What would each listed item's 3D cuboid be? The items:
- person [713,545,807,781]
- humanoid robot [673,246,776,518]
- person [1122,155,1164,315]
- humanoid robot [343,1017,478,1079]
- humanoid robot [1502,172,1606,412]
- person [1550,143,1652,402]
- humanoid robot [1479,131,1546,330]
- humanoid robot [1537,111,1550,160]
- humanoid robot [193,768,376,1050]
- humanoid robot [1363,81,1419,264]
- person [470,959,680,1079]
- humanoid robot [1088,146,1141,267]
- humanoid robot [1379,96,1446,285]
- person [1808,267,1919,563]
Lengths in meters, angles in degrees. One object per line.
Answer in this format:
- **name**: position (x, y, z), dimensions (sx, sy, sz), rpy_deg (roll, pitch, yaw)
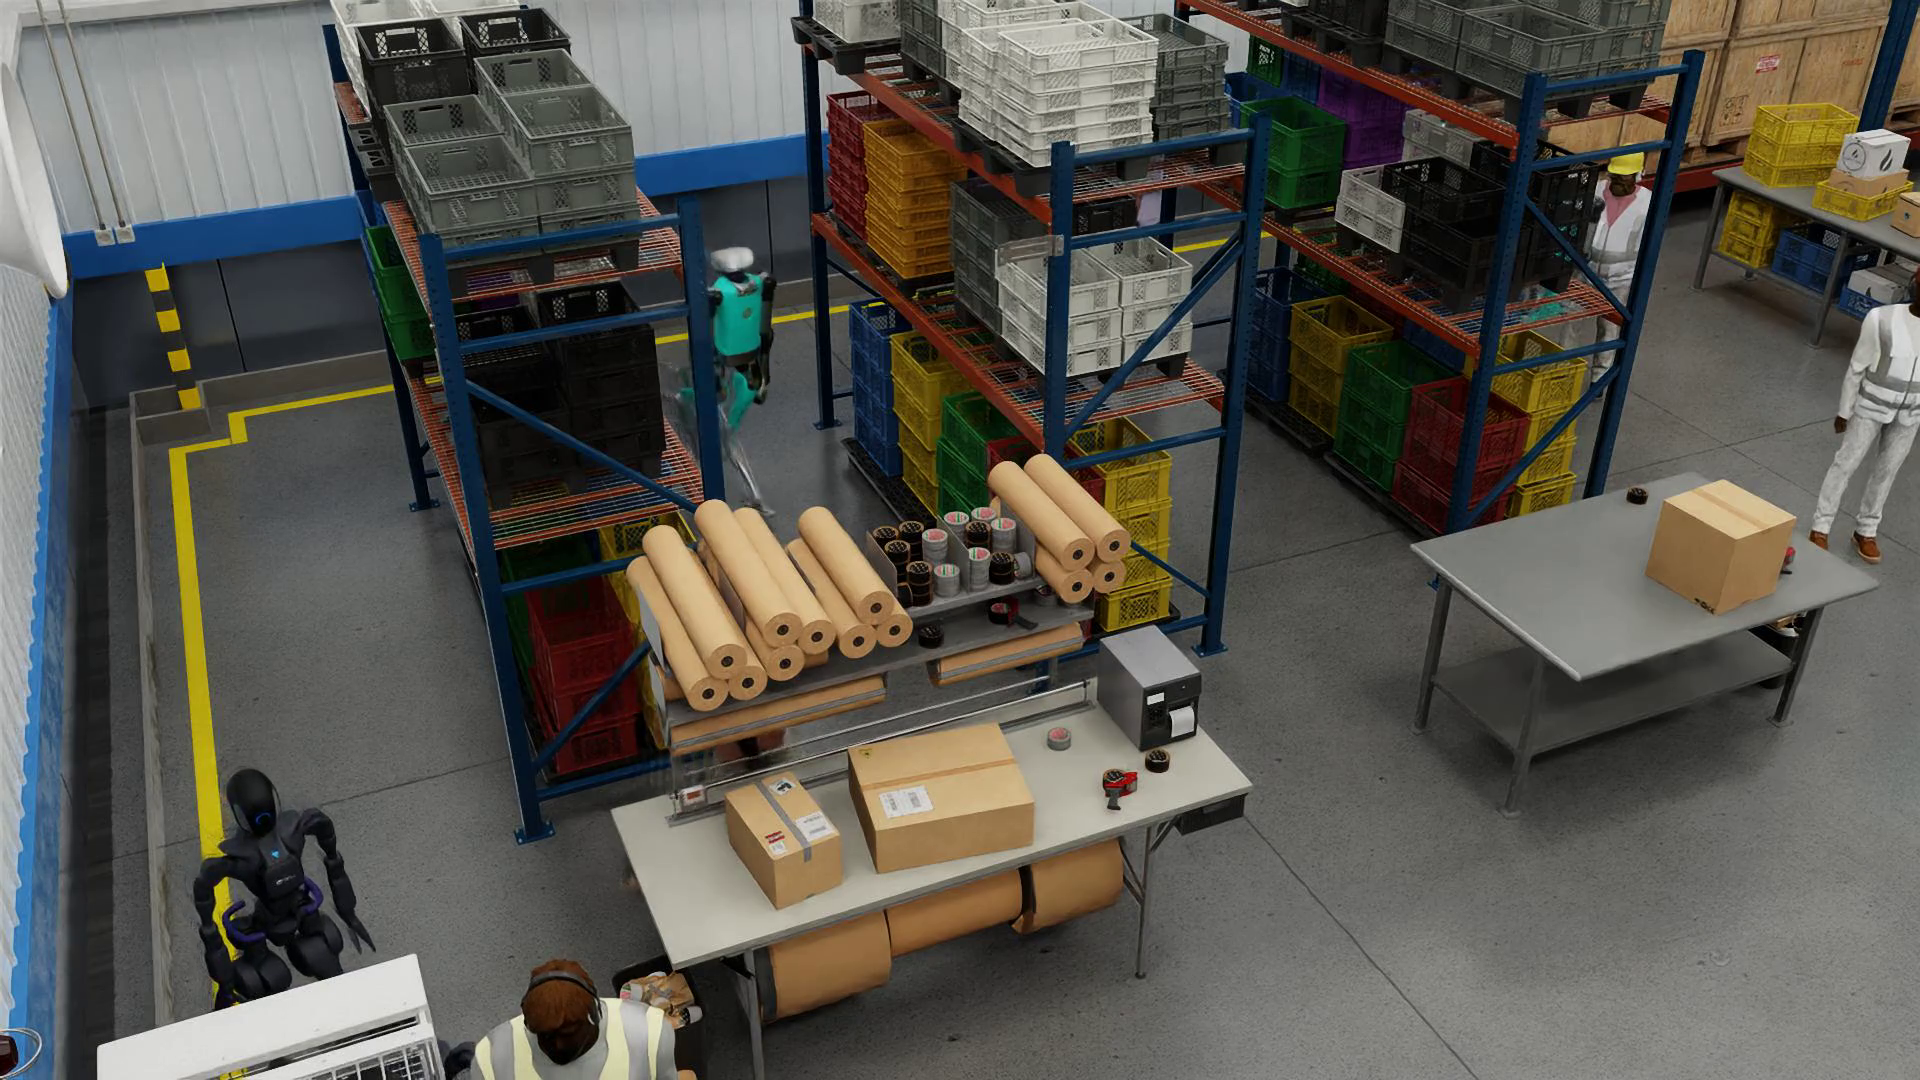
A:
- **person**: position (-0.942, 0.787, 7.113), dimensions (0.942, 1.933, 0.593), rpy_deg (3, 32, 6)
- **humanoid robot**: position (-1.514, -1.028, 10.291), dimensions (0.550, 1.767, 1.045), rpy_deg (-26, 40, -35)
- **person**: position (1.318, -2.396, 12.172), dimensions (0.372, 2.044, 0.603), rpy_deg (16, 35, 24)
- **humanoid robot**: position (-1.678, 2.016, 5.368), dimensions (0.591, 1.640, 0.605), rpy_deg (-4, 32, -6)
- **humanoid robot**: position (3.870, -1.704, 11.303), dimensions (0.544, 1.767, 0.651), rpy_deg (-13, 34, -21)
- **person**: position (4.428, -1.843, 11.472), dimensions (0.585, 1.833, 0.404), rpy_deg (16, 35, 24)
- **humanoid robot**: position (4.028, -2.200, 12.189), dimensions (0.315, 1.653, 0.599), rpy_deg (5, 32, 9)
- **humanoid robot**: position (4.396, -2.832, 13.274), dimensions (0.596, 1.636, 0.752), rpy_deg (-25, 40, -35)
- **humanoid robot**: position (-2.510, 1.509, 6.176), dimensions (0.402, 1.645, 0.610), rpy_deg (25, 40, 35)
- **humanoid robot**: position (3.310, -2.889, 13.242), dimensions (0.531, 1.748, 0.774), rpy_deg (-5, 32, -8)
- **person**: position (-1.150, 2.008, 5.209), dimensions (0.633, 1.841, 0.429), rpy_deg (-9, 33, -14)
- **humanoid robot**: position (1.039, -2.079, 11.995), dimensions (0.608, 1.648, 0.331), rpy_deg (20, 37, 29)
- **humanoid robot**: position (3.429, -2.651, 12.746), dimensions (0.533, 1.677, 0.735), rpy_deg (6, 32, 10)
- **person**: position (5.381, -0.735, 9.625), dimensions (0.573, 1.882, 0.359), rpy_deg (6, 32, 10)
